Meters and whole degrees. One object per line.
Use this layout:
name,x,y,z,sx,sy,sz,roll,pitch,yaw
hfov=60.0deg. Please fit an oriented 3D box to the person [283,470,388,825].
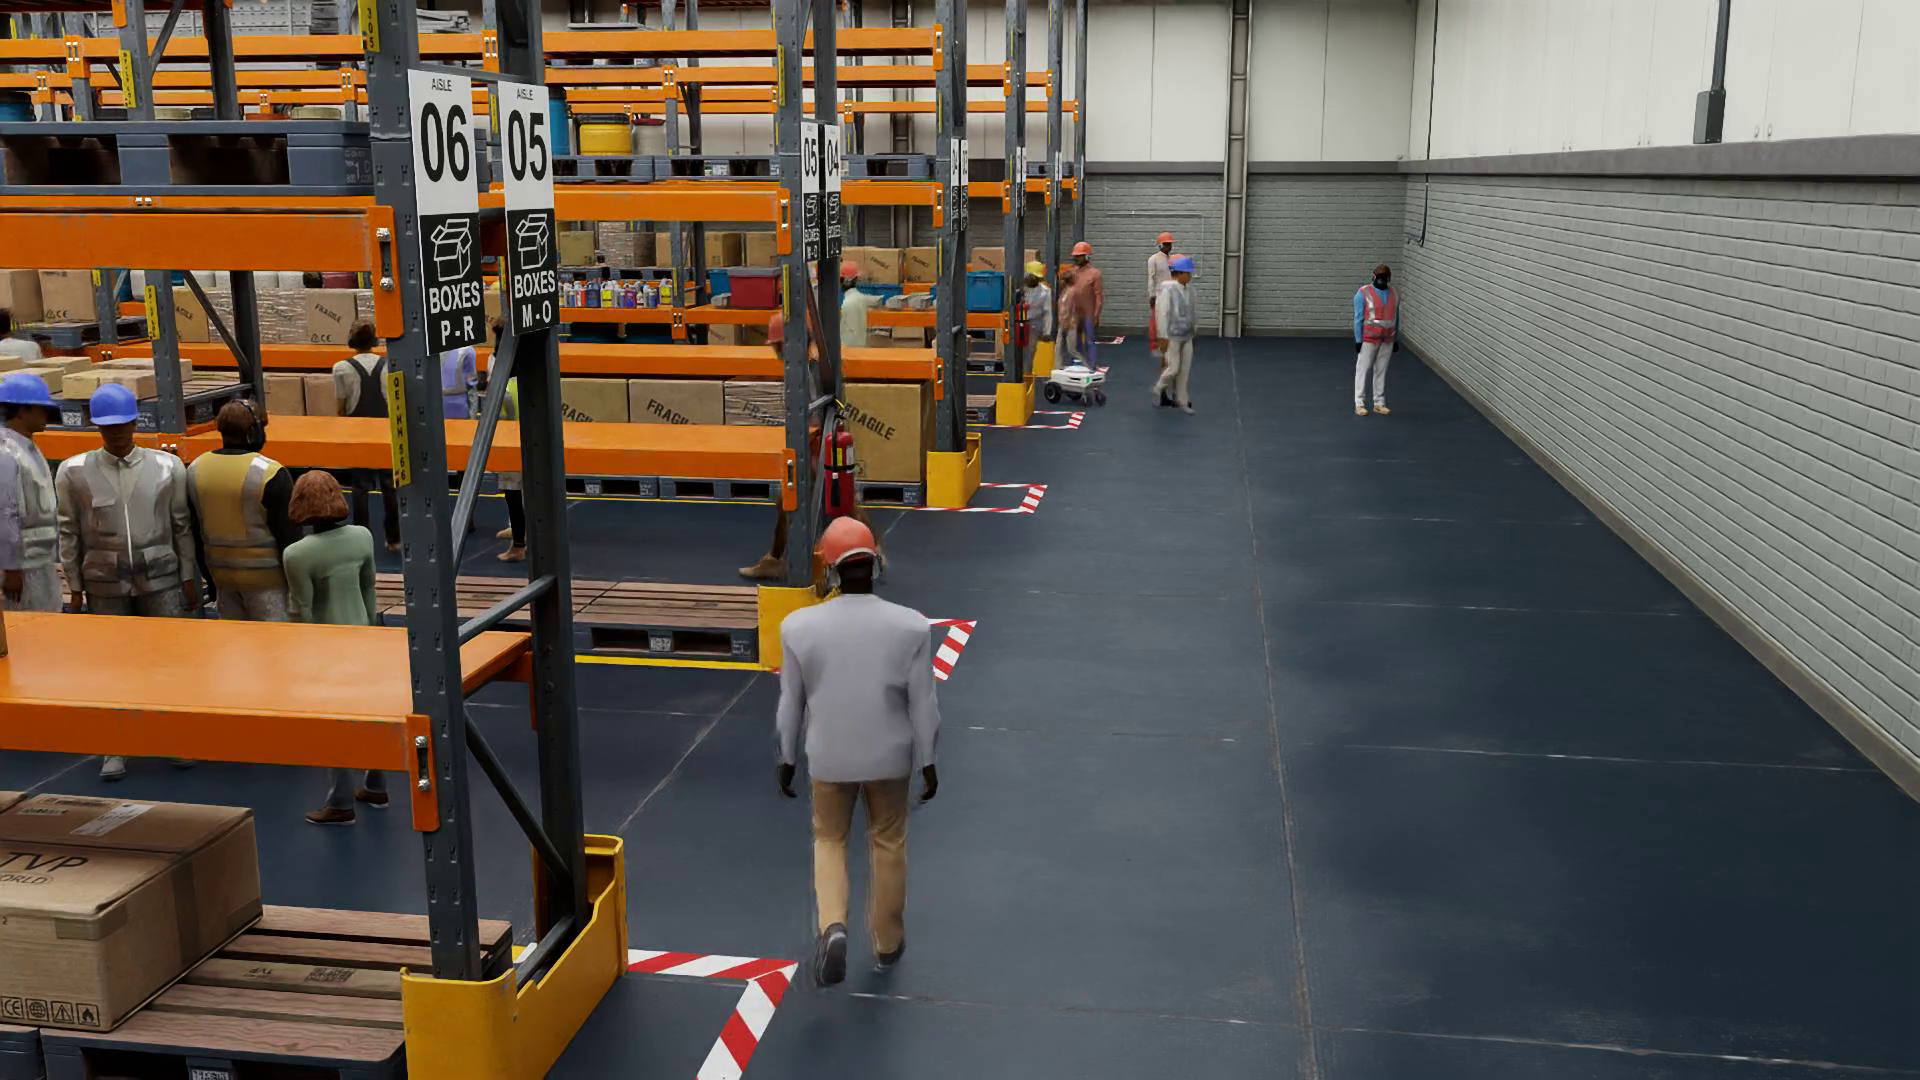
person,-2.853,0.490,7.584,0.280,1.634,0.498,6,14,26

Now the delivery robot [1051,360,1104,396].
delivery robot,1.507,-2.063,21.353,0.477,0.478,0.707,-11,17,-41

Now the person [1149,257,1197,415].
person,2.661,-2.499,20.389,0.626,1.936,0.527,-10,16,-38

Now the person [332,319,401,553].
person,-4.569,-0.790,12.903,0.507,1.841,0.339,-8,15,-31

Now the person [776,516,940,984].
person,-0.370,0.787,6.032,0.605,1.724,0.579,0,12,1

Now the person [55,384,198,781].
person,-4.077,0.199,8.185,0.602,1.948,0.386,-7,14,-29

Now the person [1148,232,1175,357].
person,3.276,-3.951,26.810,0.612,1.997,0.375,-11,16,-40

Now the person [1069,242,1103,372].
person,1.711,-3.154,23.214,0.612,1.995,0.393,12,17,43

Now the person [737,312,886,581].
person,-1.050,-0.650,11.978,1.085,1.977,0.659,2,13,11

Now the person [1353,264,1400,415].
person,5.117,-2.450,20.396,0.622,1.840,0.430,-4,13,-17

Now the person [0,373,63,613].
person,-4.957,0.099,8.694,0.589,1.923,0.635,-3,13,-12

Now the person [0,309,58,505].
person,-8.050,-1.067,14.237,0.951,1.797,0.527,7,15,30

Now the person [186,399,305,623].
person,-3.552,0.204,8.407,0.634,1.841,0.429,4,13,18

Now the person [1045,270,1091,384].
person,1.564,-2.969,23.265,0.676,1.611,0.523,-2,13,-11

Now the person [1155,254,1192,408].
person,2.724,-2.643,21.045,0.377,1.932,0.552,-10,16,-39
